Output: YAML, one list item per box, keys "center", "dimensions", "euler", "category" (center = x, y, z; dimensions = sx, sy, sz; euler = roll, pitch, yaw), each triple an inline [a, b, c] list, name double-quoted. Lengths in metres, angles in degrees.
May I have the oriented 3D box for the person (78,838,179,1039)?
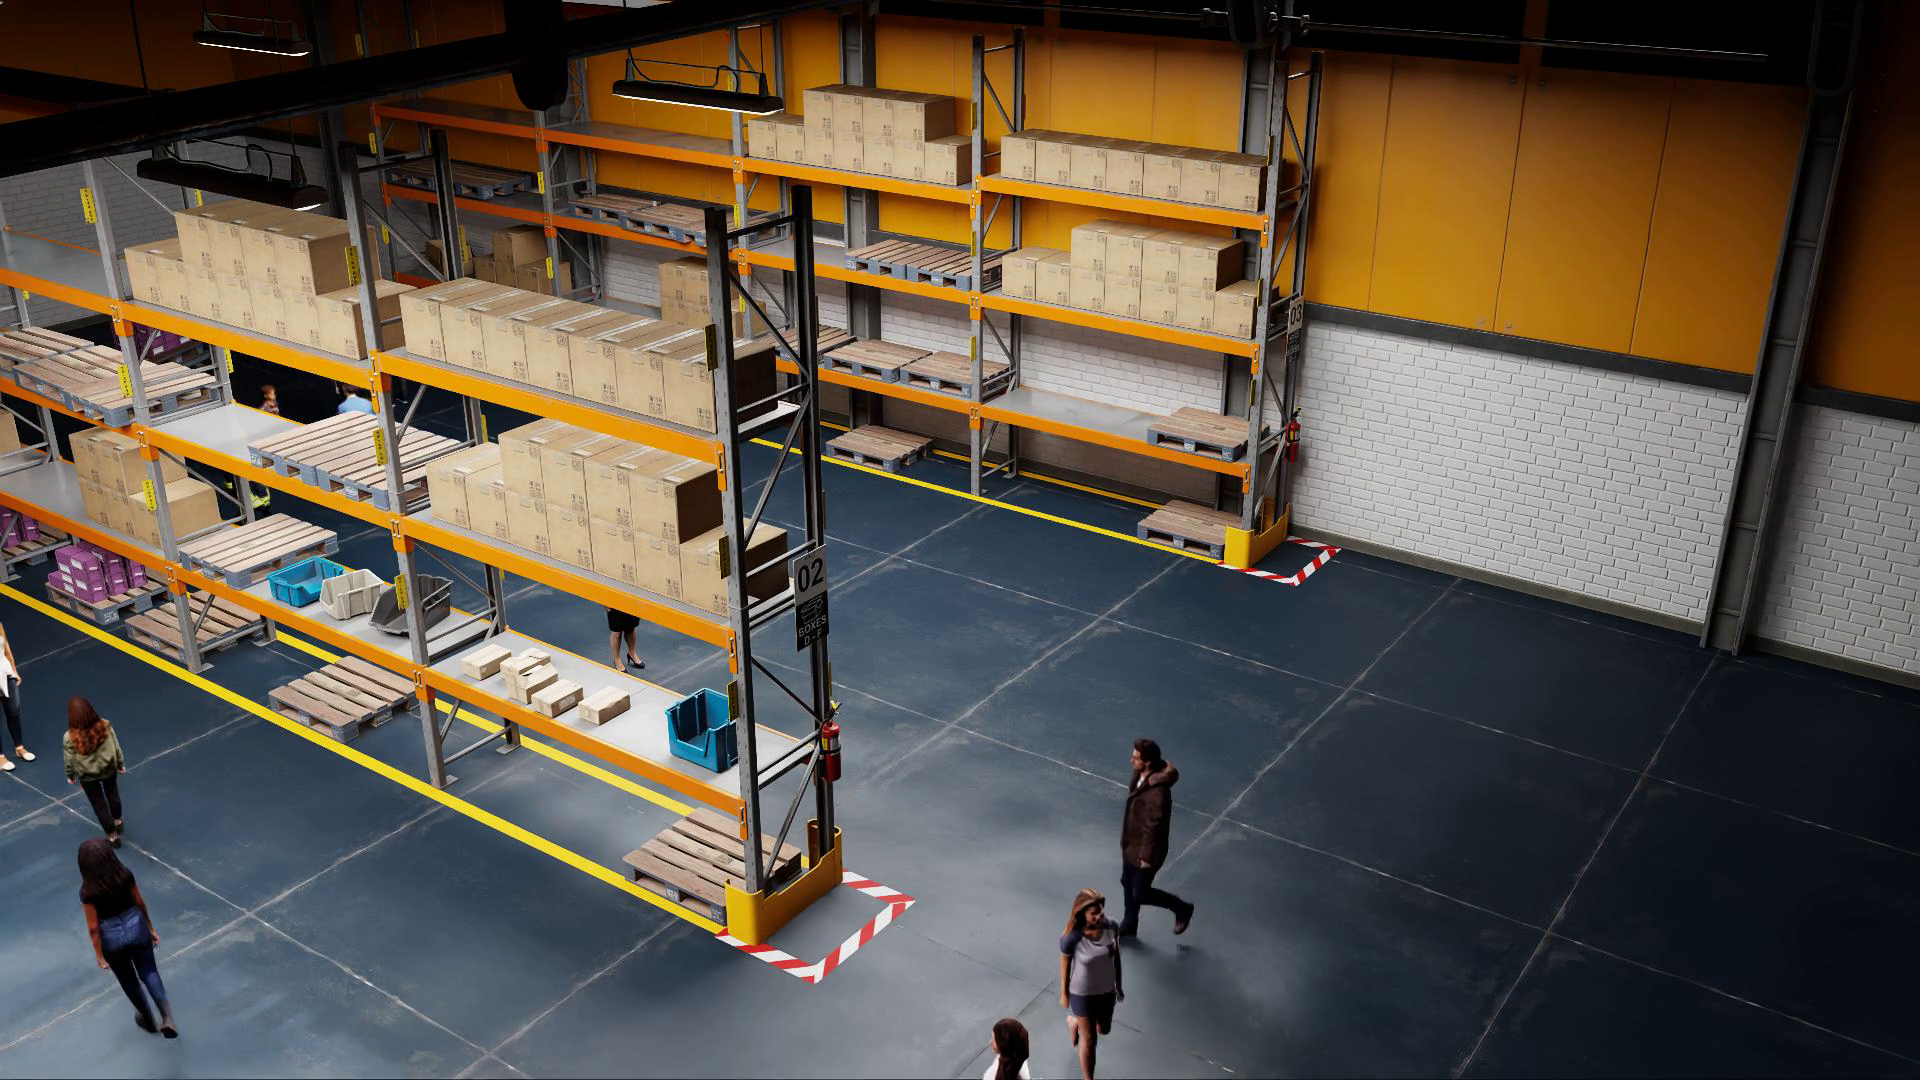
- center: [-6.077, 2.981, 12.143]
  dimensions: [0.930, 1.714, 0.638]
  euler: [21, 31, 39]
  category: "person"

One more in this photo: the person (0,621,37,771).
- center: [-9.185, 1.337, 15.817]
  dimensions: [0.564, 1.784, 0.606]
  euler: [11, 26, 24]
  category: "person"

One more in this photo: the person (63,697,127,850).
- center: [-7.538, 2.054, 14.571]
  dimensions: [0.678, 1.468, 0.745]
  euler: [-21, 31, -39]
  category: "person"

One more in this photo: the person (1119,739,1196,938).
- center: [1.553, 2.424, 13.275]
  dimensions: [1.136, 1.828, 1.079]
  euler: [-4, 24, -9]
  category: "person"

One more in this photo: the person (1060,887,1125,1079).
- center: [0.899, 3.139, 11.787]
  dimensions: [0.914, 1.709, 1.058]
  euler: [-9, 25, -20]
  category: "person"

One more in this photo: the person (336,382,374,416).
- center: [-7.824, -1.236, 21.694]
  dimensions: [1.101, 1.790, 0.662]
  euler: [15, 28, 30]
  category: "person"

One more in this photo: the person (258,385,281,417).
- center: [-9.549, -1.524, 22.972]
  dimensions: [0.637, 1.294, 0.610]
  euler: [8, 25, 18]
  category: "person"
